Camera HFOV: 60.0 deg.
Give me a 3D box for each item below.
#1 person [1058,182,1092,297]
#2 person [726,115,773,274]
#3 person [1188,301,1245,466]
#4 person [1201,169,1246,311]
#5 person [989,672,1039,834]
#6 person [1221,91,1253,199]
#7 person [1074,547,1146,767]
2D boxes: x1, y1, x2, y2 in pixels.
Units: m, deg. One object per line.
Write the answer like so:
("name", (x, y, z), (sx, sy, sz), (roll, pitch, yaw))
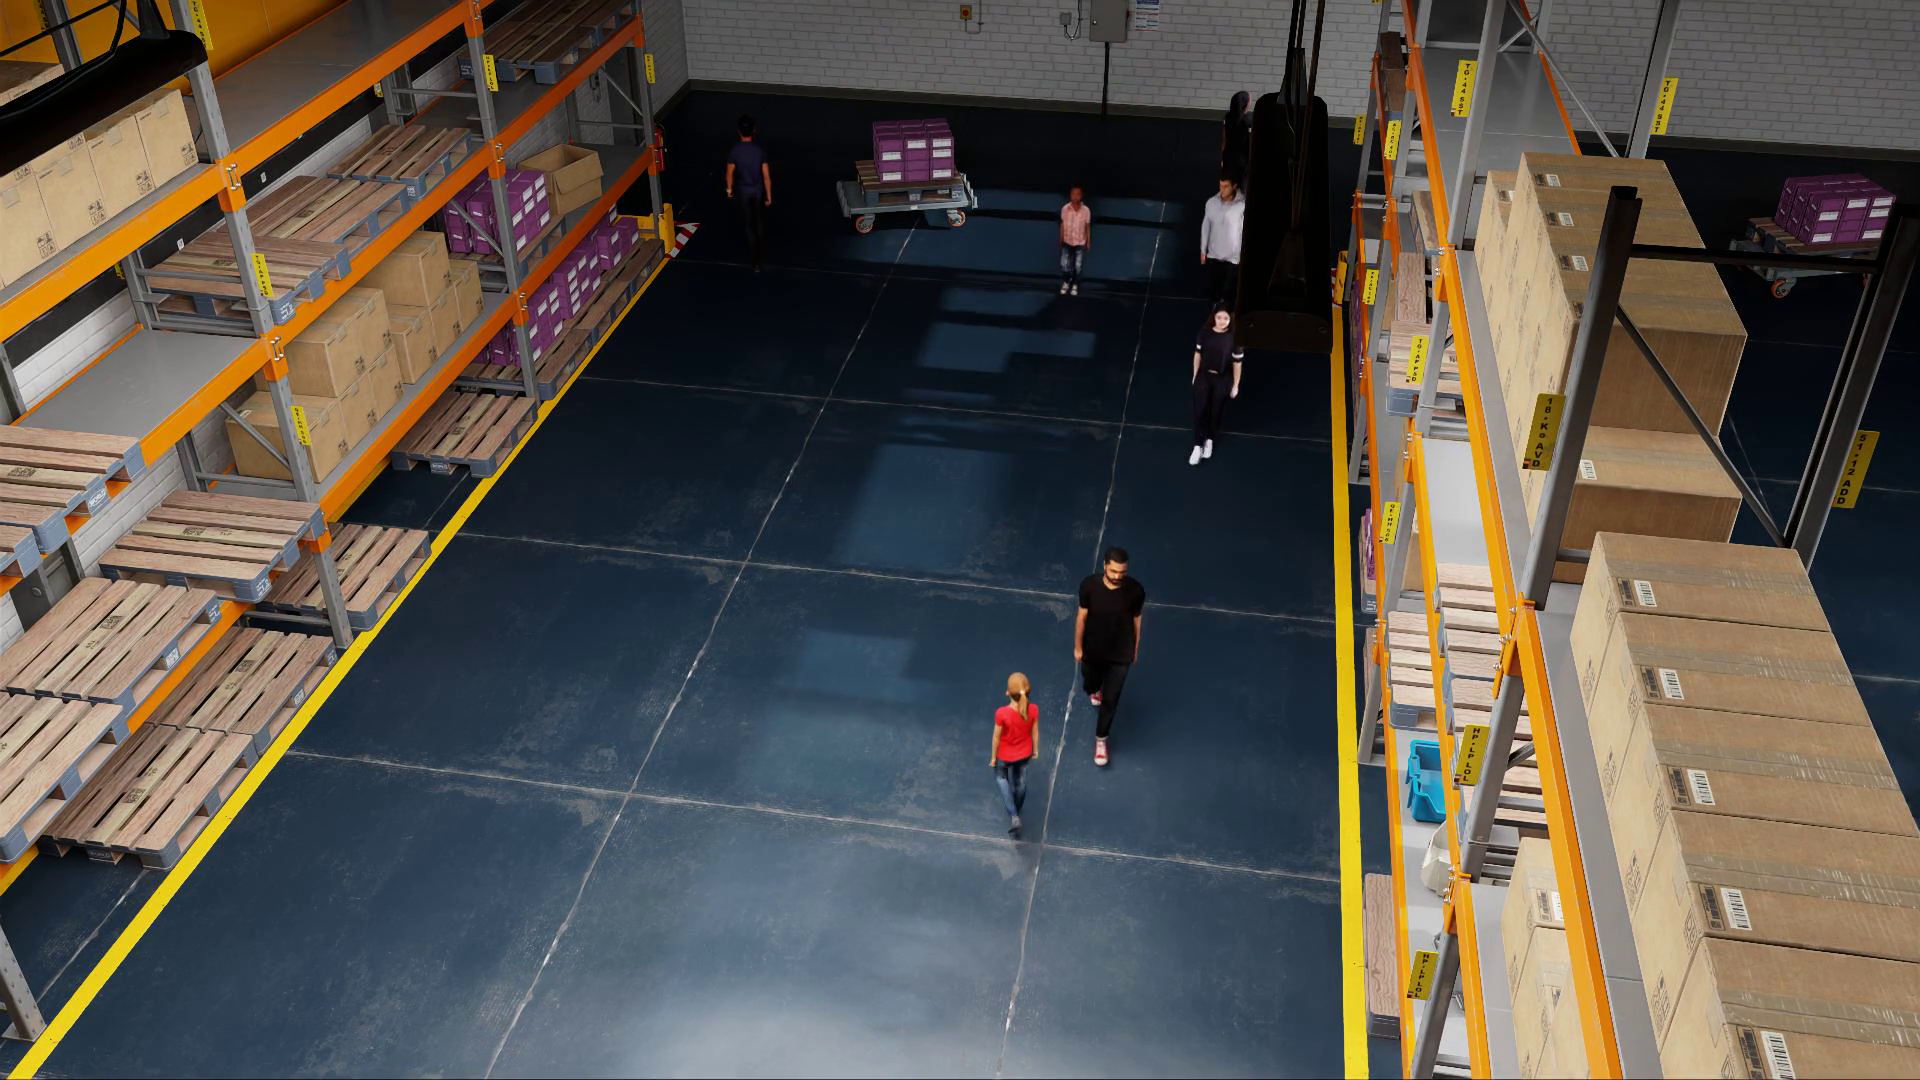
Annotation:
("person", (1.298, -3.403, 18.684), (0.517, 1.302, 0.482), (7, 34, 11))
("person", (-2.393, -3.925, 19.056), (0.928, 1.760, 1.087), (-11, 35, -16))
("person", (2.403, -1.529, 15.571), (0.660, 1.627, 0.732), (11, 35, 16))
("person", (2.831, -3.050, 17.600), (0.808, 1.915, 0.934), (12, 36, 18))
("person", (0.391, 1.496, 11.322), (0.646, 1.293, 0.743), (-10, 35, -14))
("person", (3.337, -4.565, 20.047), (0.700, 1.729, 0.716), (27, 42, 34))
("person", (1.075, 0.745, 12.058), (0.626, 1.730, 1.013), (6, 34, 9))
